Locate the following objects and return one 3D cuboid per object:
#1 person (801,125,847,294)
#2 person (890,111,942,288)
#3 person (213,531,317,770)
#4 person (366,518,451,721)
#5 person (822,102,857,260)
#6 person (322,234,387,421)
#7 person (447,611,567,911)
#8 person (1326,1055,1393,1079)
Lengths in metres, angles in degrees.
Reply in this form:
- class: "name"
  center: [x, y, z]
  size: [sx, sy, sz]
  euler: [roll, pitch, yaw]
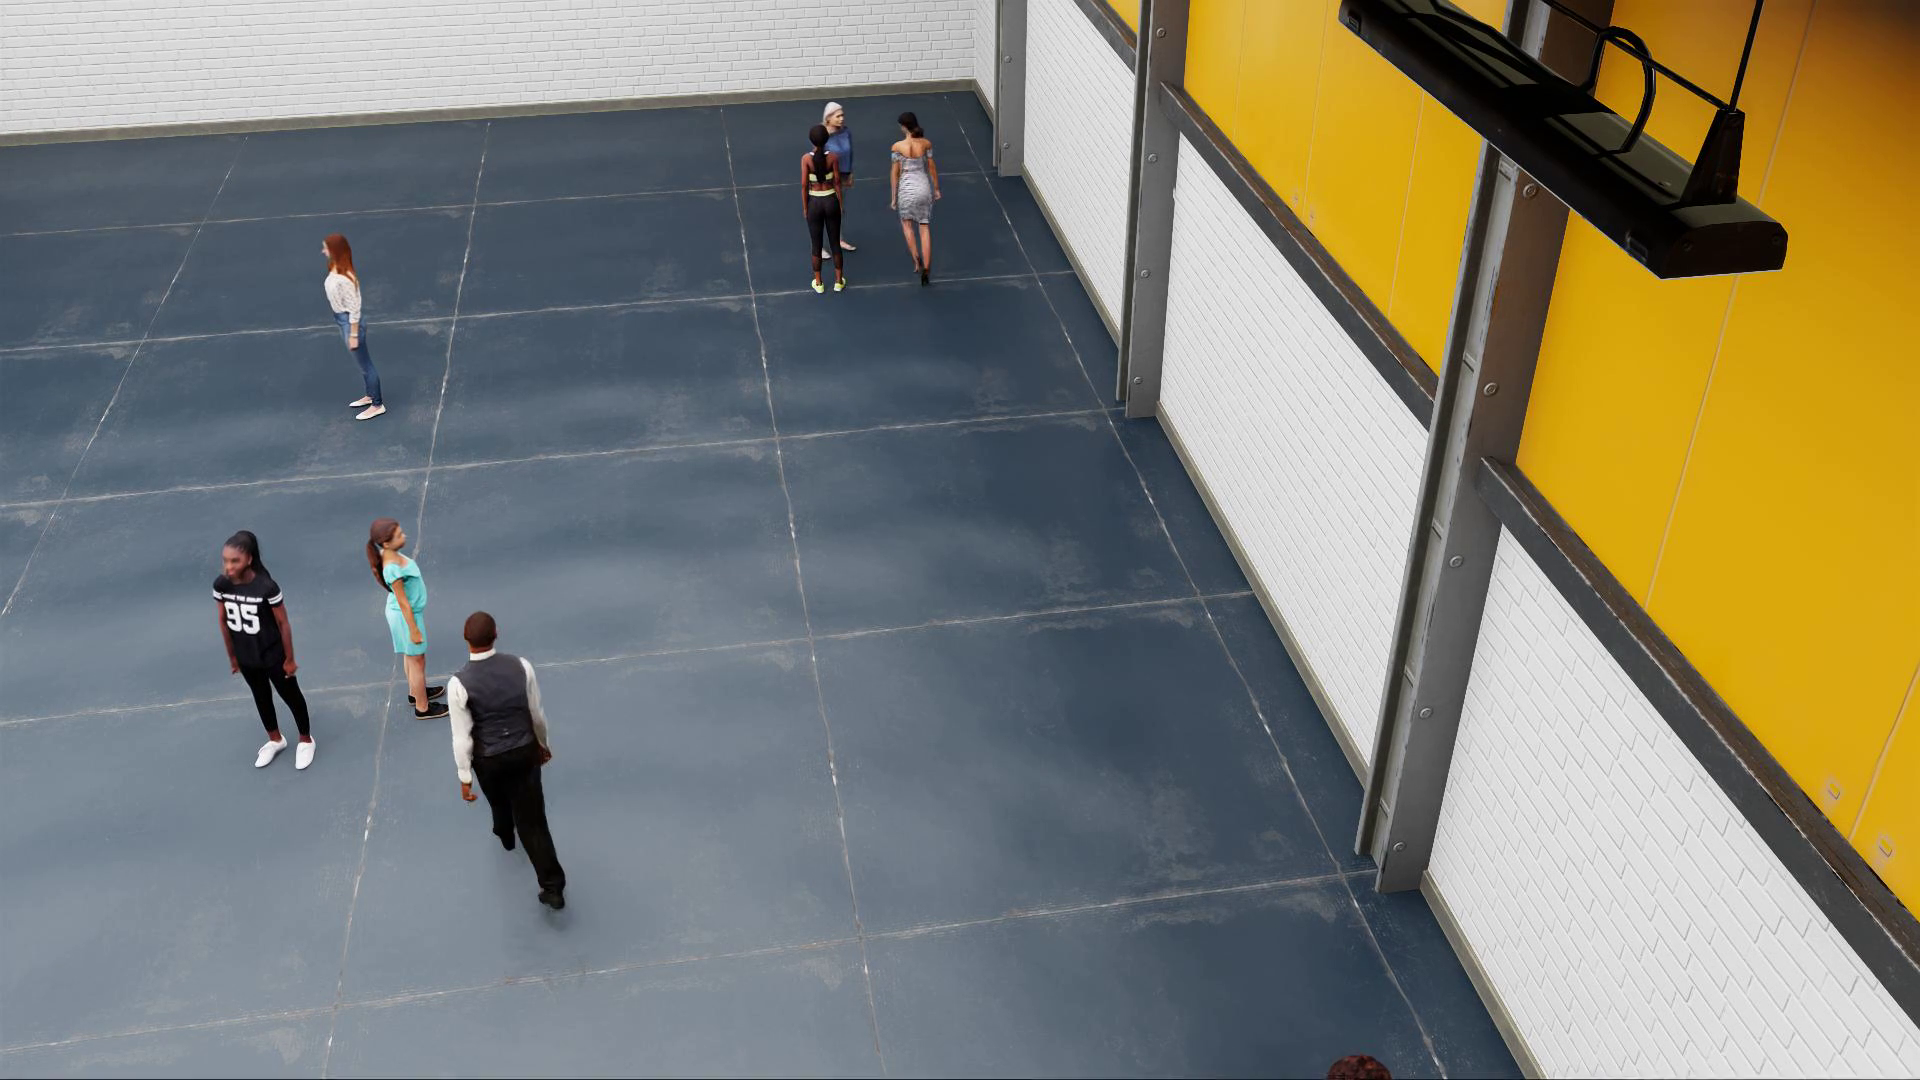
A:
- class: "person"
  center: [-1.390, -3.361, 16.902]
  size: [0.563, 1.754, 0.501]
  euler: [-4, 34, -6]
- class: "person"
  center: [-0.468, -3.443, 16.987]
  size: [0.710, 1.796, 0.682]
  euler: [-4, 34, -7]
- class: "person"
  center: [-4.518, 0.726, 10.779]
  size: [0.675, 1.726, 0.676]
  euler: [3, 34, 5]
- class: "person"
  center: [-3.746, 0.516, 11.247]
  size: [0.666, 1.557, 0.556]
  euler: [-15, 36, -21]
- class: "person"
  center: [-1.353, -3.824, 17.657]
  size: [0.731, 1.690, 0.761]
  euler: [-27, 42, -34]
- class: "person"
  center: [-5.382, -1.910, 14.742]
  size: [0.691, 1.729, 0.539]
  euler: [-16, 37, -22]
- class: "person"
  center: [-2.622, 1.344, 9.717]
  size: [0.976, 1.873, 1.383]
  euler: [-17, 37, -24]
- class: "person"
  center: [1.695, 2.925, 7.486]
  size: [0.609, 1.708, 0.543]
  euler: [-2, 34, -3]
